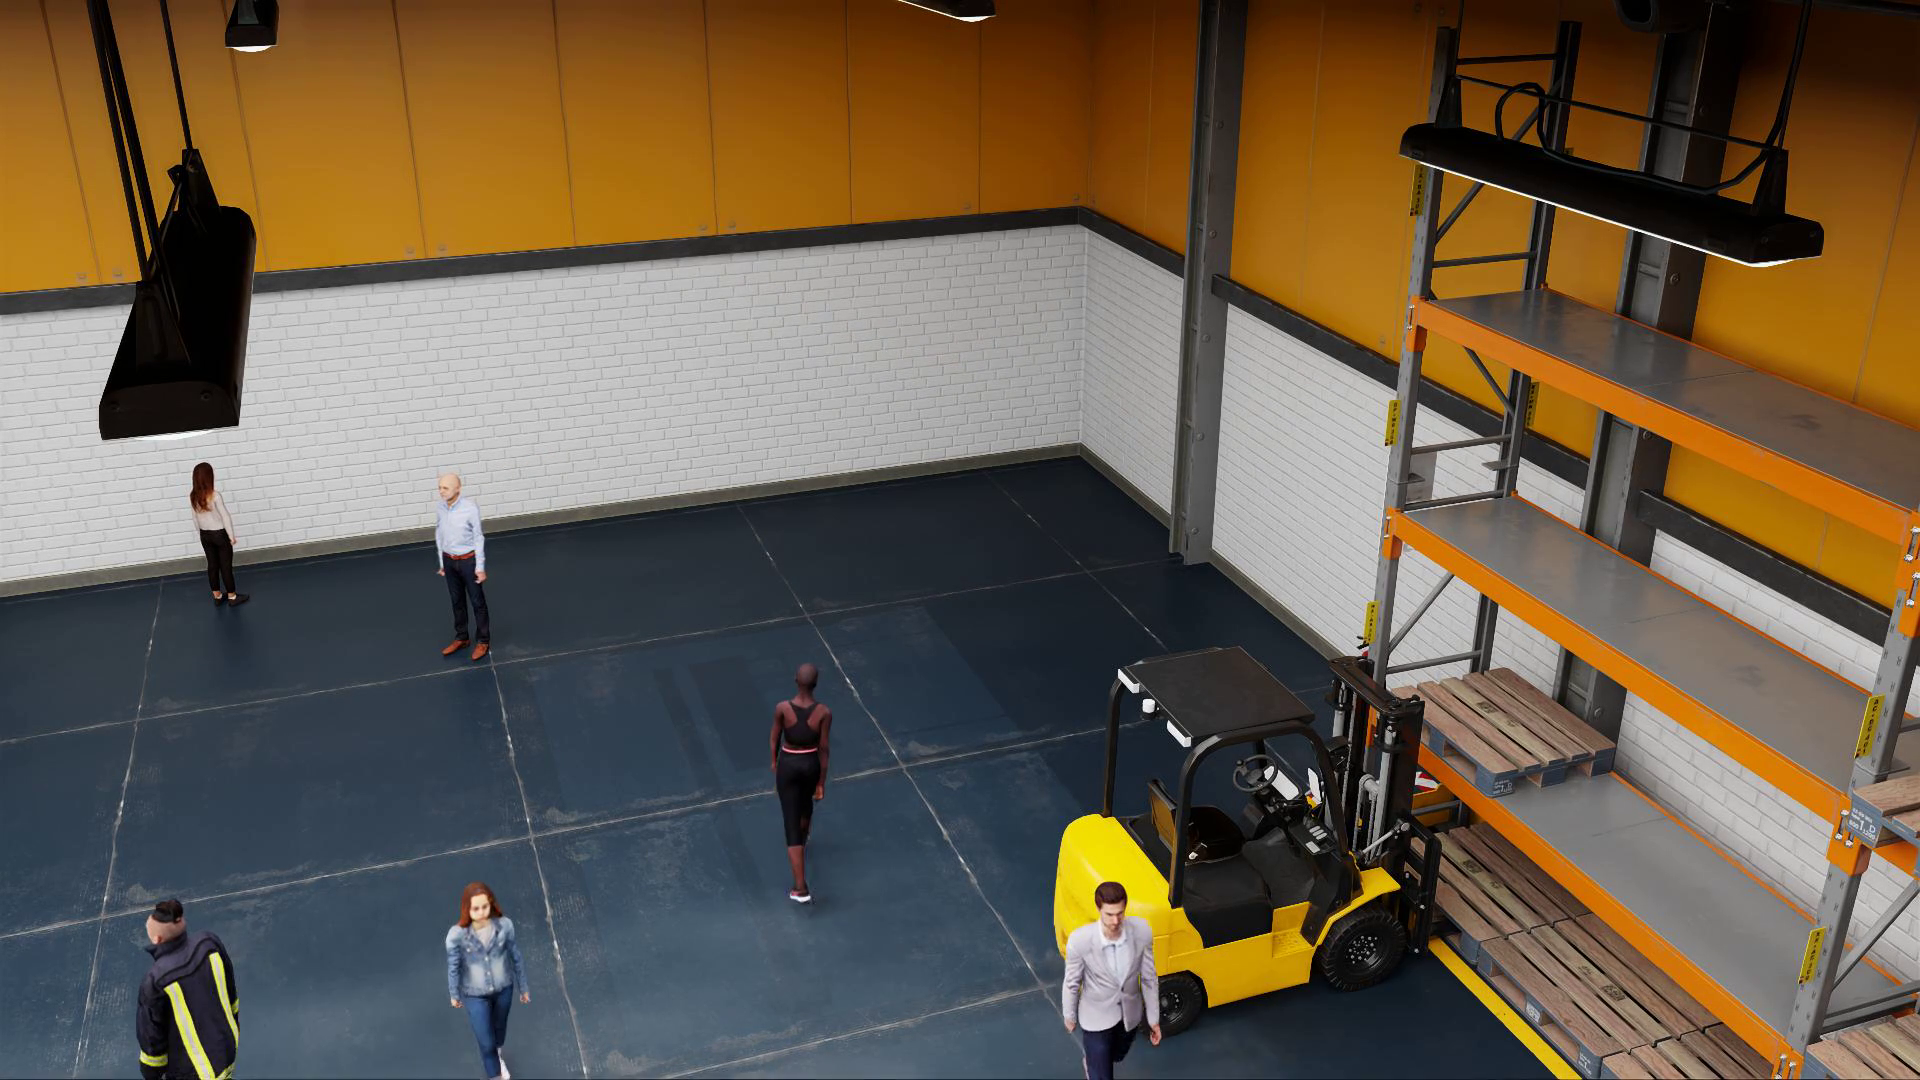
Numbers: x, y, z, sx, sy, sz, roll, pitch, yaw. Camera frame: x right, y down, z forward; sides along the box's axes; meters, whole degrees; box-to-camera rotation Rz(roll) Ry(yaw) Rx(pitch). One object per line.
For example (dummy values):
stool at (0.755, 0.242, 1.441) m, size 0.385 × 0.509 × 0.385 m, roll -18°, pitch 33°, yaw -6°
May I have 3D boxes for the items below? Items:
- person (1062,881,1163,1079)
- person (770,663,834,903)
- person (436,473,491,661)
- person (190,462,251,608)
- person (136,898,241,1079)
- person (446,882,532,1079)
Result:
person at (0.842, 2.677, 9.597) m, size 0.704 × 1.815 × 1.179 m, roll -7°, pitch 25°, yaw -16°
person at (-1.140, 1.750, 11.848) m, size 0.737 × 1.709 × 1.265 m, roll -4°, pitch 24°, yaw -10°
person at (-4.565, 0.217, 15.254) m, size 0.730 × 1.791 × 0.775 m, roll 8°, pitch 25°, yaw 18°
person at (-7.285, -0.052, 16.251) m, size 0.623 × 1.485 × 0.646 m, roll 5°, pitch 24°, yaw 12°
person at (-4.193, 2.810, 9.264) m, size 1.167 × 1.836 × 1.127 m, roll 9°, pitch 25°, yaw 19°
person at (-2.870, 2.668, 10.059) m, size 0.674 × 1.461 × 0.843 m, roll -13°, pitch 27°, yaw -27°
